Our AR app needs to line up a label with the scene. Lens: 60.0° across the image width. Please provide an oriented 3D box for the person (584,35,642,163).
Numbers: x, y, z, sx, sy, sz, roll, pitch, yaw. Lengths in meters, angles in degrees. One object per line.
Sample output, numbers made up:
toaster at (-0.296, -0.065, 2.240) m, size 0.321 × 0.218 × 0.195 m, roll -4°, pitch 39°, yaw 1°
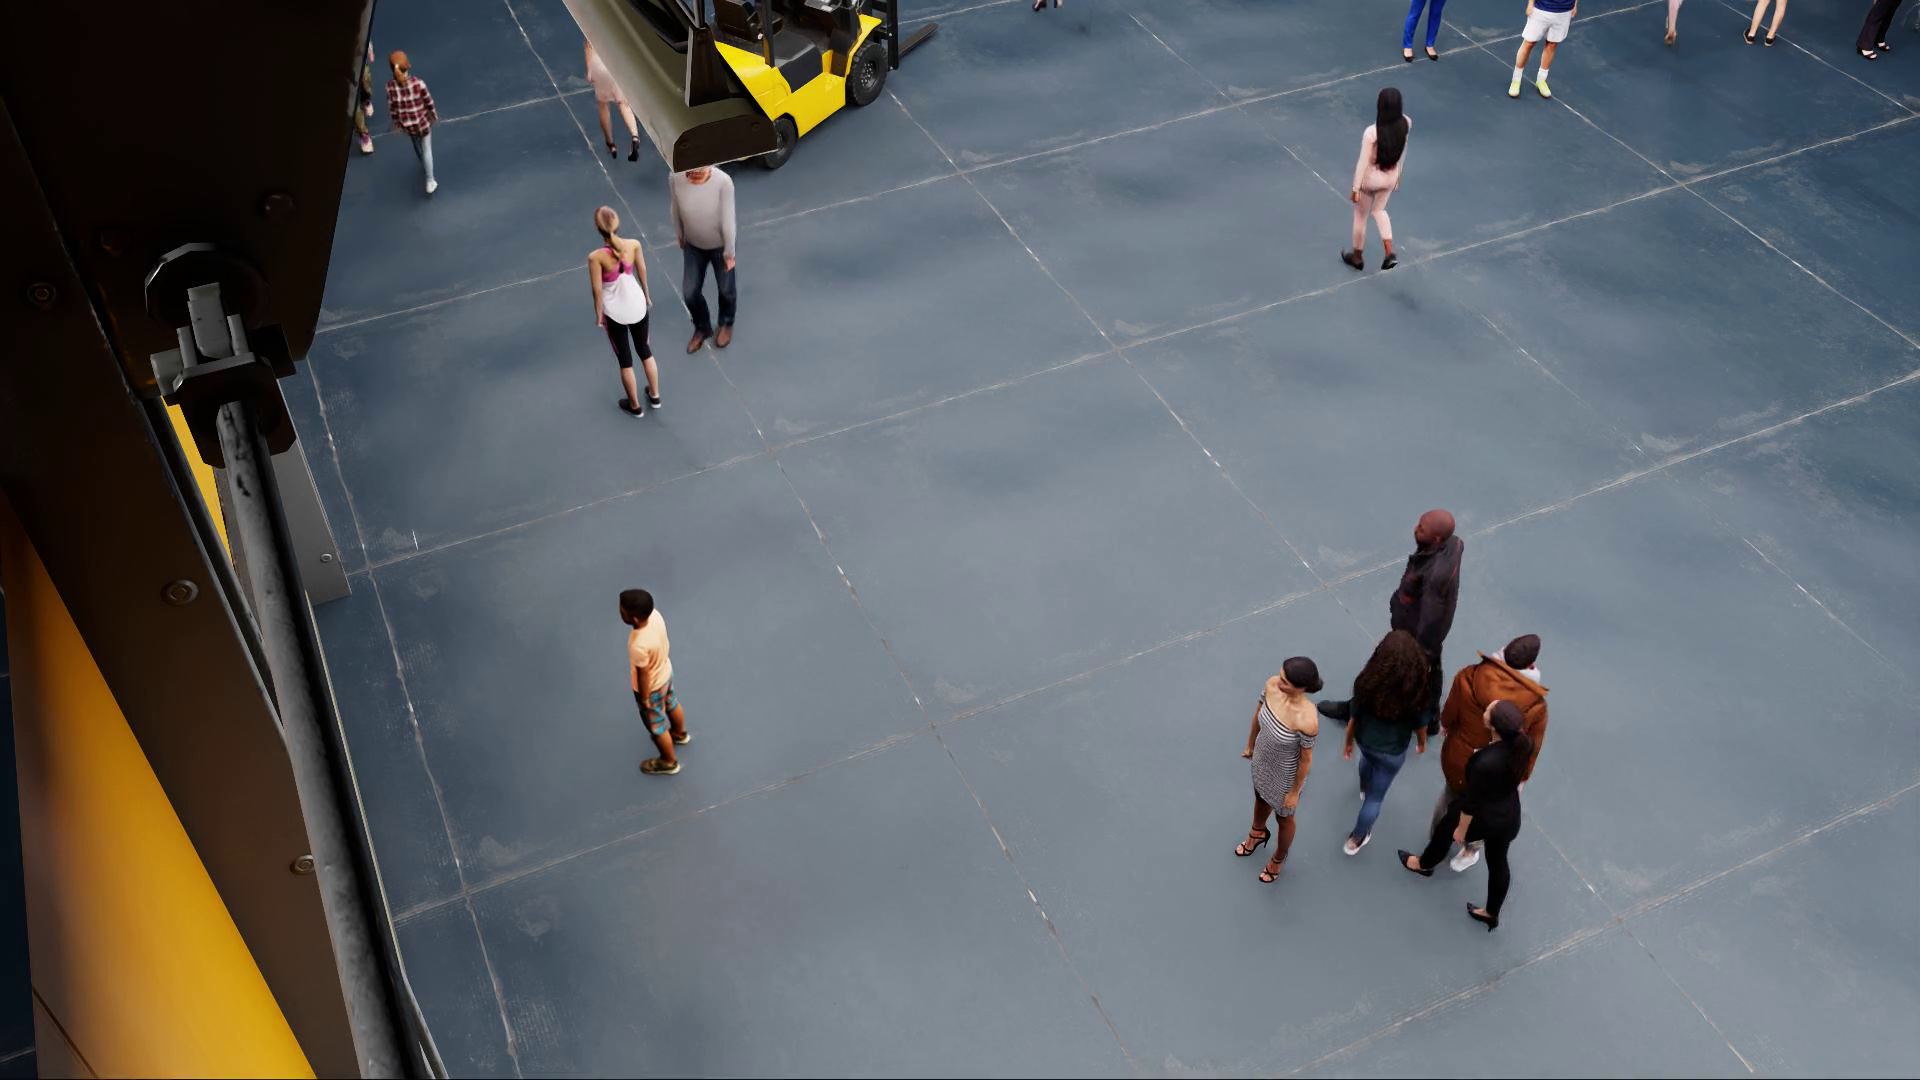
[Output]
person at (-3.115, -4.205, 15.023) m, size 0.634 × 1.809 × 0.918 m, roll -24°, pitch 48°, yaw -23°

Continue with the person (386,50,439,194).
person at (-4.888, -3.731, 14.911) m, size 0.741 × 1.276 × 0.951 m, roll -2°, pitch 44°, yaw -2°

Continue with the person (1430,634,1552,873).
person at (2.875, 1.264, 9.275) m, size 0.787 × 1.819 × 0.904 m, roll 24°, pitch 49°, yaw 23°

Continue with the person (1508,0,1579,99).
person at (5.699, -5.156, 16.004) m, size 0.717 × 1.832 × 0.704 m, roll 1°, pitch 44°, yaw 1°

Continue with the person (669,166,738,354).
person at (-1.928, -2.371, 13.046) m, size 0.887 × 1.879 × 0.932 m, roll 10°, pitch 44°, yaw 10°

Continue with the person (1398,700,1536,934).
person at (2.915, 1.579, 9.084) m, size 0.639 × 1.625 × 0.929 m, roll -22°, pitch 48°, yaw -21°

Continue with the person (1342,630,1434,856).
person at (2.376, 1.216, 9.489) m, size 0.932 × 1.593 × 0.940 m, roll 24°, pitch 49°, yaw 23°

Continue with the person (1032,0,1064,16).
person at (0.927, -6.249, 17.224) m, size 0.671 × 1.731 × 0.748 m, roll -24°, pitch 49°, yaw -23°

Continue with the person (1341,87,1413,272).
person at (3.500, -2.912, 13.739) m, size 0.616 × 1.708 × 0.813 m, roll -18°, pitch 47°, yaw -18°

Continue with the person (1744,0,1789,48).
person at (8.364, -5.794, 16.873) m, size 0.637 × 1.558 × 0.685 m, roll 10°, pitch 44°, yaw 10°

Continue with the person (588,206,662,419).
person at (-2.498, -1.693, 12.402) m, size 0.657 × 1.786 × 0.592 m, roll -28°, pitch 50°, yaw -26°

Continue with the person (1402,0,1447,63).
person at (4.723, -5.623, 16.590) m, size 0.661 × 1.699 × 0.623 m, roll -7°, pitch 44°, yaw -8°

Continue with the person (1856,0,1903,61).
person at (9.439, -5.673, 16.672) m, size 0.621 × 1.660 × 0.586 m, roll -28°, pitch 50°, yaw -26°

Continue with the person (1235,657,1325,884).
person at (1.788, 1.270, 9.266) m, size 0.674 × 1.822 × 0.474 m, roll -21°, pitch 47°, yaw -21°

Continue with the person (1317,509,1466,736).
person at (2.882, 0.550, 10.038) m, size 1.151 × 1.799 × 1.087 m, roll 14°, pitch 45°, yaw 15°

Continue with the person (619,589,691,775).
person at (-1.838, 0.827, 9.996) m, size 0.651 × 1.456 × 0.560 m, roll 6°, pitch 44°, yaw 6°
